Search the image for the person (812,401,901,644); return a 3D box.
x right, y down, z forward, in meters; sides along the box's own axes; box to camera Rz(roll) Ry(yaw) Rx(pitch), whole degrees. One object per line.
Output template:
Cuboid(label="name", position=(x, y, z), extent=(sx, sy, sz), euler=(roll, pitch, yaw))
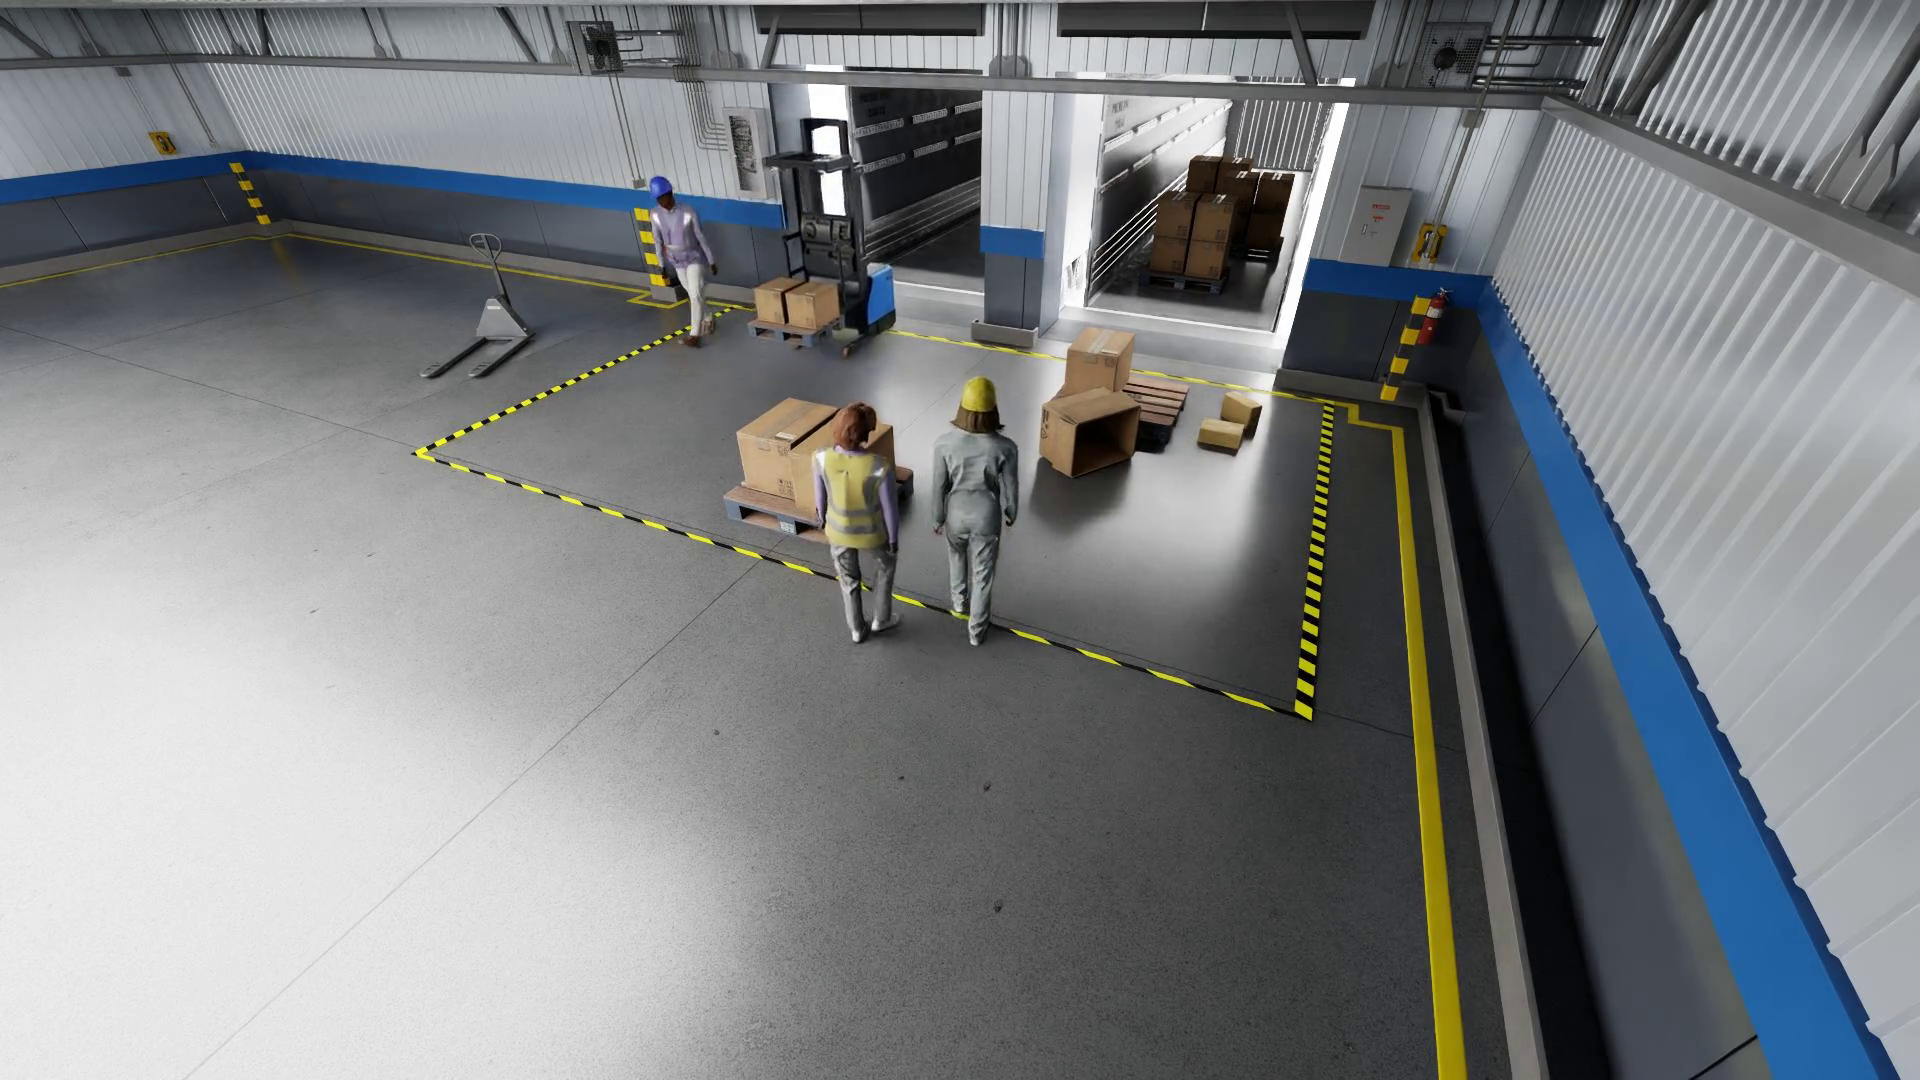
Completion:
Cuboid(label="person", position=(-0.603, -0.046, 4.350), extent=(0.547, 1.630, 0.365), euler=(6, 36, 8))

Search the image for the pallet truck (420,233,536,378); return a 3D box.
Cuboid(label="pallet truck", position=(-5.664, -2.712, 8.427), extent=(0.680, 1.201, 1.601), euler=(0, 35, -1))

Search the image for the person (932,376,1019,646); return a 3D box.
Cuboid(label="person", position=(0.096, -0.165, 4.431), extent=(0.506, 1.724, 0.543), euler=(4, 36, 5))

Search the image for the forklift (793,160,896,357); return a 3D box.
Cuboid(label="forklift", position=(-1.328, -3.501, 8.844), extent=(0.716, 2.013, 0.776), euler=(14, 38, 19))

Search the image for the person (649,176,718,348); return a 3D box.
Cuboid(label="person", position=(-3.239, -3.261, 8.631), extent=(0.636, 1.888, 0.973), euler=(7, 36, 10))
